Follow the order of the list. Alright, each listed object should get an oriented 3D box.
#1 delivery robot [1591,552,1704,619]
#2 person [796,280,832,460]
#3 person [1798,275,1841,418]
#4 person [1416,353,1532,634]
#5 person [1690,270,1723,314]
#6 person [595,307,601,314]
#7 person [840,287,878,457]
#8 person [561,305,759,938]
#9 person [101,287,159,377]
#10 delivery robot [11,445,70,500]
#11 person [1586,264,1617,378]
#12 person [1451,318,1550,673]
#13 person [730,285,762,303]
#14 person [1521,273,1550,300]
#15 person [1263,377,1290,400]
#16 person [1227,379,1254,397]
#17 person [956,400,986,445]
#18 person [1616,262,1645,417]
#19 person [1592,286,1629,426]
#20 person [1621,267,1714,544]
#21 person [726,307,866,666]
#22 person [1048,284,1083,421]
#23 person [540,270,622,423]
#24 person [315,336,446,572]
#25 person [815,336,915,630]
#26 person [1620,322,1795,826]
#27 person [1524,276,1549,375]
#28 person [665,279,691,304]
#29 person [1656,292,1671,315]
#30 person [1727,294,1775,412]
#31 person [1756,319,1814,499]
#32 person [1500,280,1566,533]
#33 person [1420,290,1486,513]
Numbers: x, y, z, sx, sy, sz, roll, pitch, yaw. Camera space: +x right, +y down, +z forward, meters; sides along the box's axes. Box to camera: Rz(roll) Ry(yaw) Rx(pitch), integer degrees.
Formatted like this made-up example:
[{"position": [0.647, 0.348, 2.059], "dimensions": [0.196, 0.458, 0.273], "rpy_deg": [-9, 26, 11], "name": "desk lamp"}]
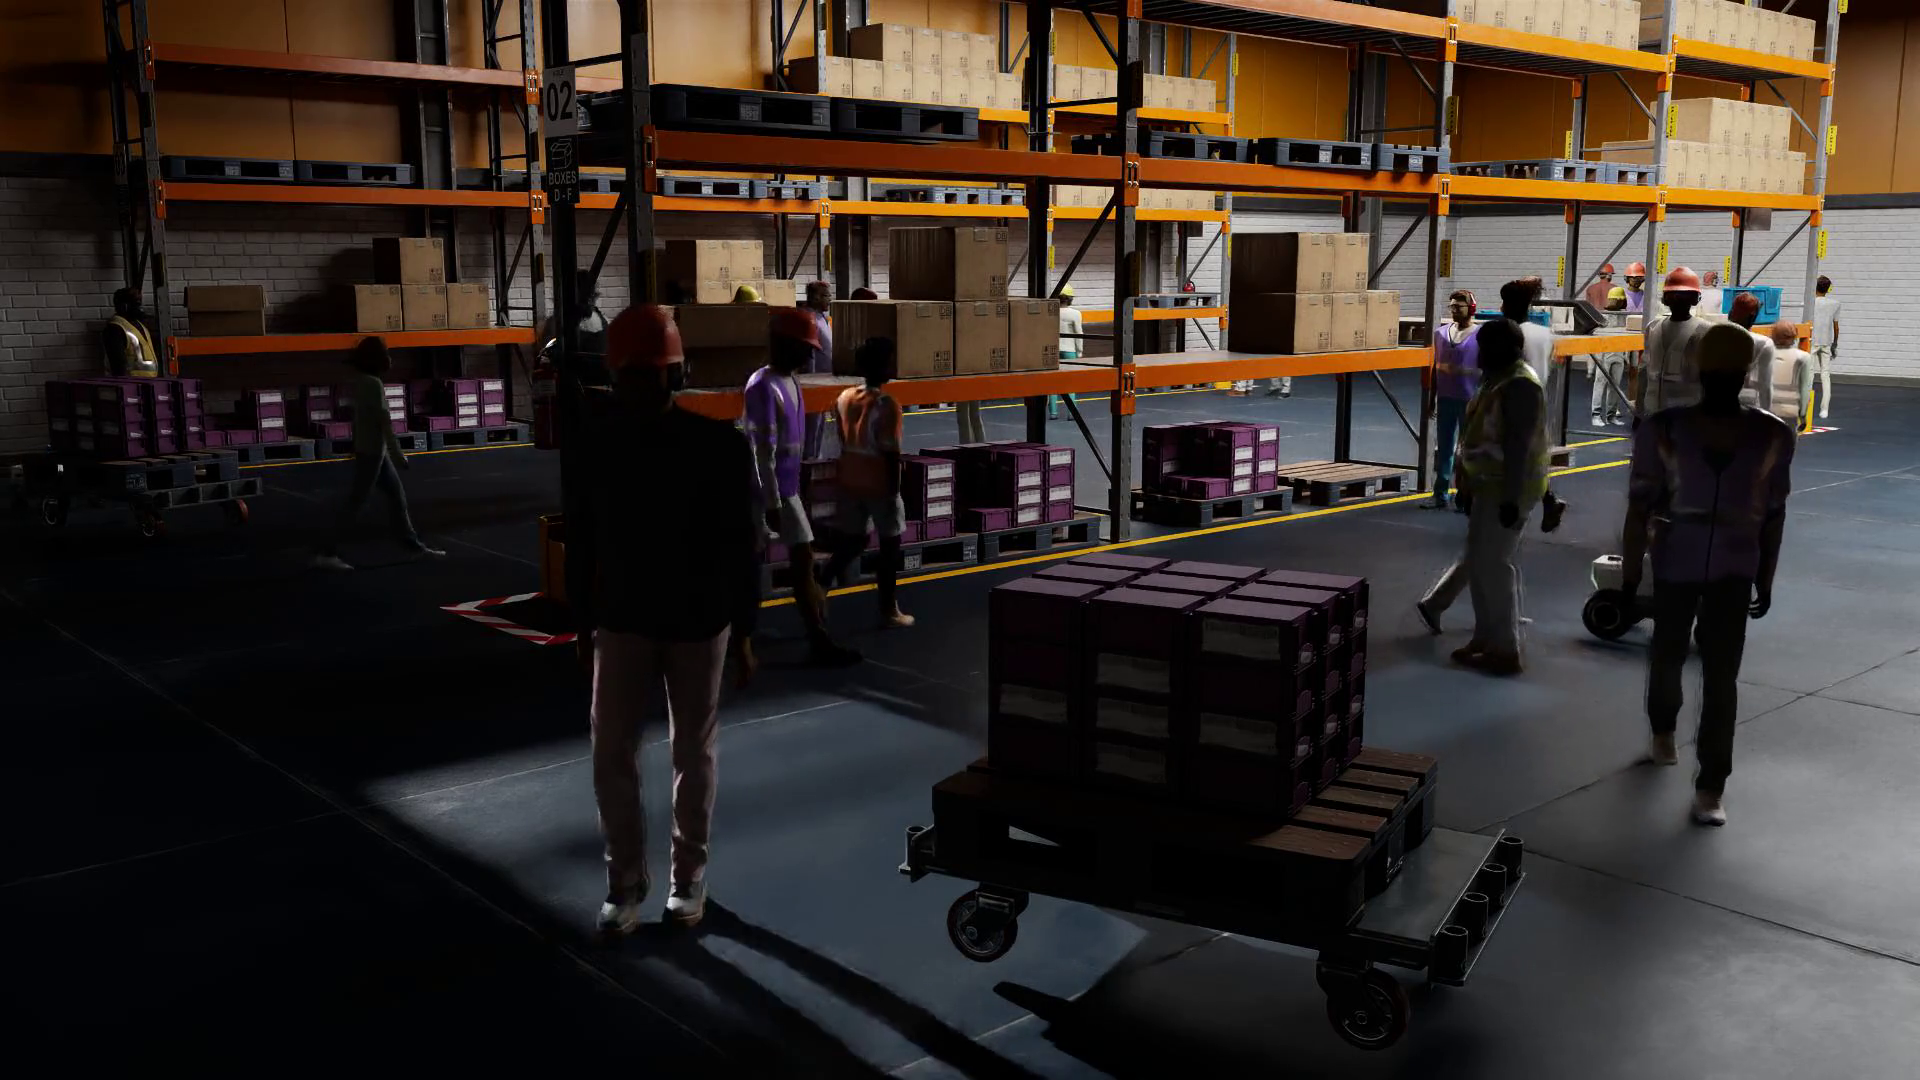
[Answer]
[{"position": [3.907, 0.232, 9.249], "dimensions": [0.707, 0.478, 0.477], "rpy_deg": [6, 12, 33], "name": "delivery robot"}, {"position": [-1.336, -1.484, 15.634], "dimensions": [0.403, 1.907, 0.668], "rpy_deg": [1, 10, 7], "name": "person"}, {"position": [11.307, -2.545, 21.935], "dimensions": [0.517, 1.874, 0.327], "rpy_deg": [2, 10, 10], "name": "person"}, {"position": [2.927, -0.262, 9.350], "dimensions": [0.773, 1.607, 0.526], "rpy_deg": [-3, 10, -17], "name": "person"}, {"position": [11.220, -3.085, 24.998], "dimensions": [0.399, 1.908, 0.642], "rpy_deg": [-8, 12, -38], "name": "person"}, {"position": [-3.323, -1.275, 15.005], "dimensions": [0.315, 1.698, 0.541], "rpy_deg": [-4, 10, -22], "name": "person"}, {"position": [-0.780, -1.028, 13.013], "dimensions": [0.354, 1.886, 0.573], "rpy_deg": [4, 11, 25], "name": "person"}, {"position": [-0.928, 0.269, 5.149], "dimensions": [0.625, 1.971, 0.564], "rpy_deg": [-1, 10, -3], "name": "person"}, {"position": [-7.534, -1.375, 15.170], "dimensions": [0.430, 1.845, 0.624], "rpy_deg": [-1, 10, -5], "name": "person"}, {"position": [-7.532, -0.555, 13.860], "dimensions": [0.477, 0.478, 0.707], "rpy_deg": [2, 10, 13], "name": "delivery robot"}, {"position": [11.197, -3.811, 28.995], "dimensions": [0.612, 1.991, 0.392], "rpy_deg": [9, 13, 44], "name": "person"}, {"position": [2.815, -0.237, 8.636], "dimensions": [0.433, 1.807, 0.660], "rpy_deg": [1, 10, 4], "name": "person"}, {"position": [-2.128, -1.657, 16.851], "dimensions": [0.403, 1.830, 0.601], "rpy_deg": [-3, 10, -16], "name": "person"}, {"position": [7.352, -2.494, 21.532], "dimensions": [0.635, 1.916, 0.855], "rpy_deg": [3, 10, 16], "name": "person"}, {"position": [4.740, -2.987, 24.694], "dimensions": [0.446, 1.810, 0.613], "rpy_deg": [-7, 12, -37], "name": "person"}, {"position": [4.277, -3.138, 25.214], "dimensions": [0.351, 1.936, 0.634], "rpy_deg": [7, 12, 36], "name": "person"}, {"position": [0.070, -1.520, 15.944], "dimensions": [0.309, 1.868, 0.532], "rpy_deg": [-8, 12, -38], "name": "person"}, {"position": [8.860, -2.635, 21.959], "dimensions": [0.608, 2.044, 0.373], "rpy_deg": [-1, 10, -5], "name": "person"}, {"position": [8.176, -2.296, 20.846], "dimensions": [0.487, 1.746, 0.289], "rpy_deg": [-4, 10, -21], "name": "person"}, {"position": [5.136, -0.937, 12.012], "dimensions": [0.365, 2.047, 0.608], "rpy_deg": [-6, 11, -32], "name": "person"}, {"position": [-1.002, -0.277, 8.689], "dimensions": [0.999, 1.868, 0.565], "rpy_deg": [3, 10, 18], "name": "person"}, {"position": [1.345, -2.425, 21.543], "dimensions": [0.529, 1.765, 0.327], "rpy_deg": [5, 11, 26], "name": "person"}, {"position": [-3.025, -1.249, 13.853], "dimensions": [0.870, 2.000, 0.701], "rpy_deg": [6, 12, 34], "name": "person"}, {"position": [-4.004, -0.587, 11.309], "dimensions": [0.865, 1.591, 0.510], "rpy_deg": [-4, 11, -24], "name": "person"}, {"position": [-0.549, -0.298, 9.317], "dimensions": [0.536, 1.681, 0.598], "rpy_deg": [10, 14, 44], "name": "person"}, {"position": [2.926, 0.077, 6.565], "dimensions": [0.598, 1.887, 0.988], "rpy_deg": [3, 10, 18], "name": "person"}, {"position": [6.424, -2.025, 18.832], "dimensions": [0.395, 1.898, 0.637], "rpy_deg": [-6, 11, -32], "name": "person"}, {"position": [-2.922, -1.853, 17.854], "dimensions": [0.639, 1.874, 0.632], "rpy_deg": [2, 10, 11], "name": "person"}, {"position": [9.504, -2.551, 22.156], "dimensions": [0.594, 1.809, 0.616], "rpy_deg": [-2, 10, -14], "name": "person"}, {"position": [5.952, -0.978, 12.887], "dimensions": [0.601, 1.832, 0.909], "rpy_deg": [8, 12, 39], "name": "person"}, {"position": [6.920, -1.071, 14.121], "dimensions": [0.523, 1.593, 0.859], "rpy_deg": [6, 12, 33], "name": "person"}, {"position": [4.207, -0.968, 12.450], "dimensions": [0.625, 1.949, 0.646], "rpy_deg": [-6, 11, -30], "name": "person"}, {"position": [4.163, -1.150, 13.844], "dimensions": [0.388, 1.844, 0.564], "rpy_deg": [-8, 13, -40], "name": "person"}]
